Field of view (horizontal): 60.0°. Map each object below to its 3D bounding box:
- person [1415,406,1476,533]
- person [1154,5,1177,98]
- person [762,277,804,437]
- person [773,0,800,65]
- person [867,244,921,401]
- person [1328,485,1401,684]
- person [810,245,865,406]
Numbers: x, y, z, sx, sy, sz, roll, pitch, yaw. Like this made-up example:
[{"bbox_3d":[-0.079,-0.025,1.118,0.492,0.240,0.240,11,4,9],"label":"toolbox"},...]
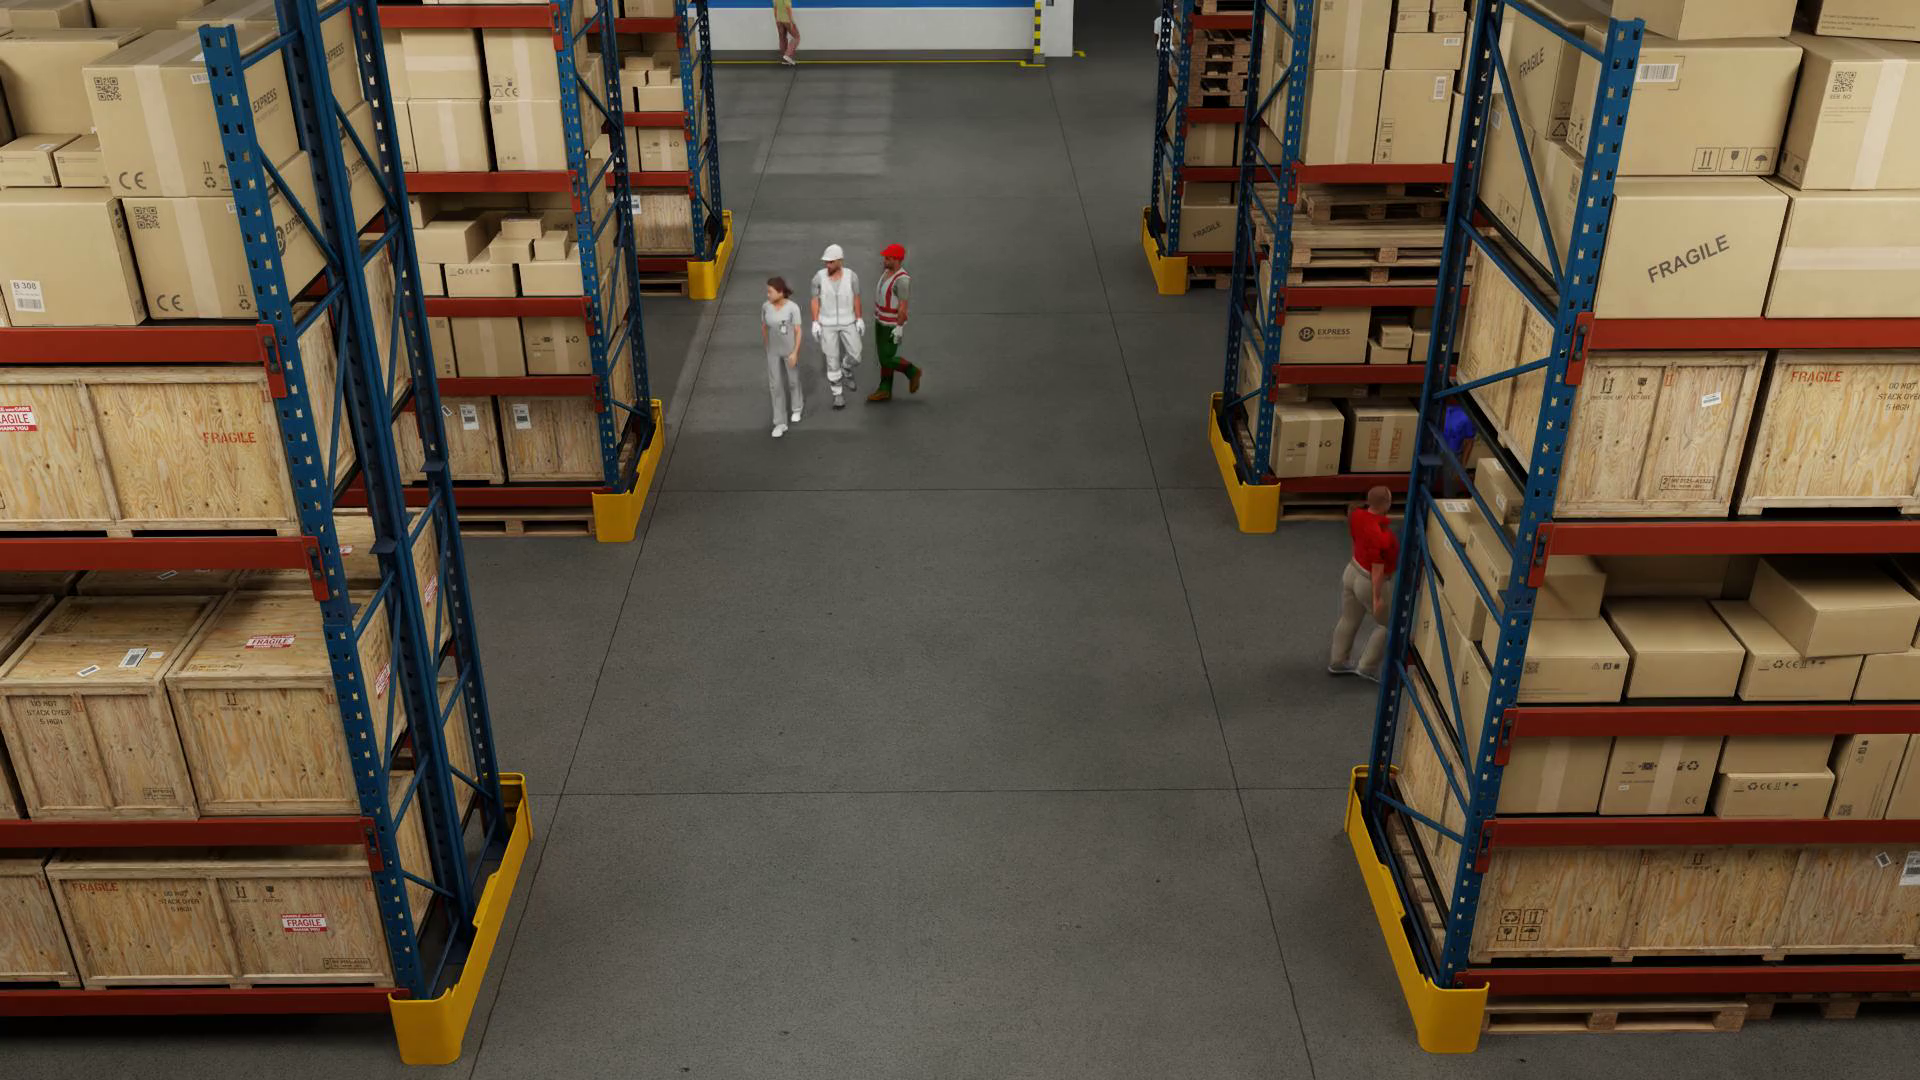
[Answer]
[{"bbox_3d":[4.479,-0.720,15.362,0.490,1.686,0.450,21,35,33],"label":"person"},{"bbox_3d":[3.857,-9.067,30.774,0.401,1.770,0.552,-22,35,-34],"label":"person"},{"bbox_3d":[-1.901,-1.962,17.662,0.469,1.671,0.823,4,29,8],"label":"person"},{"bbox_3d":[-3.488,-10.343,33.216,0.501,1.682,0.454,16,32,27],"label":"person"},{"bbox_3d":[-0.747,-2.393,18.300,0.608,1.787,0.575,-14,31,-24],"label":"person"},{"bbox_3d":[3.277,0.349,13.273,0.460,1.738,0.570,-9,30,-17],"label":"person"},{"bbox_3d":[-1.335,-2.365,18.237,0.595,1.789,0.506,-4,29,-8],"label":"person"}]
